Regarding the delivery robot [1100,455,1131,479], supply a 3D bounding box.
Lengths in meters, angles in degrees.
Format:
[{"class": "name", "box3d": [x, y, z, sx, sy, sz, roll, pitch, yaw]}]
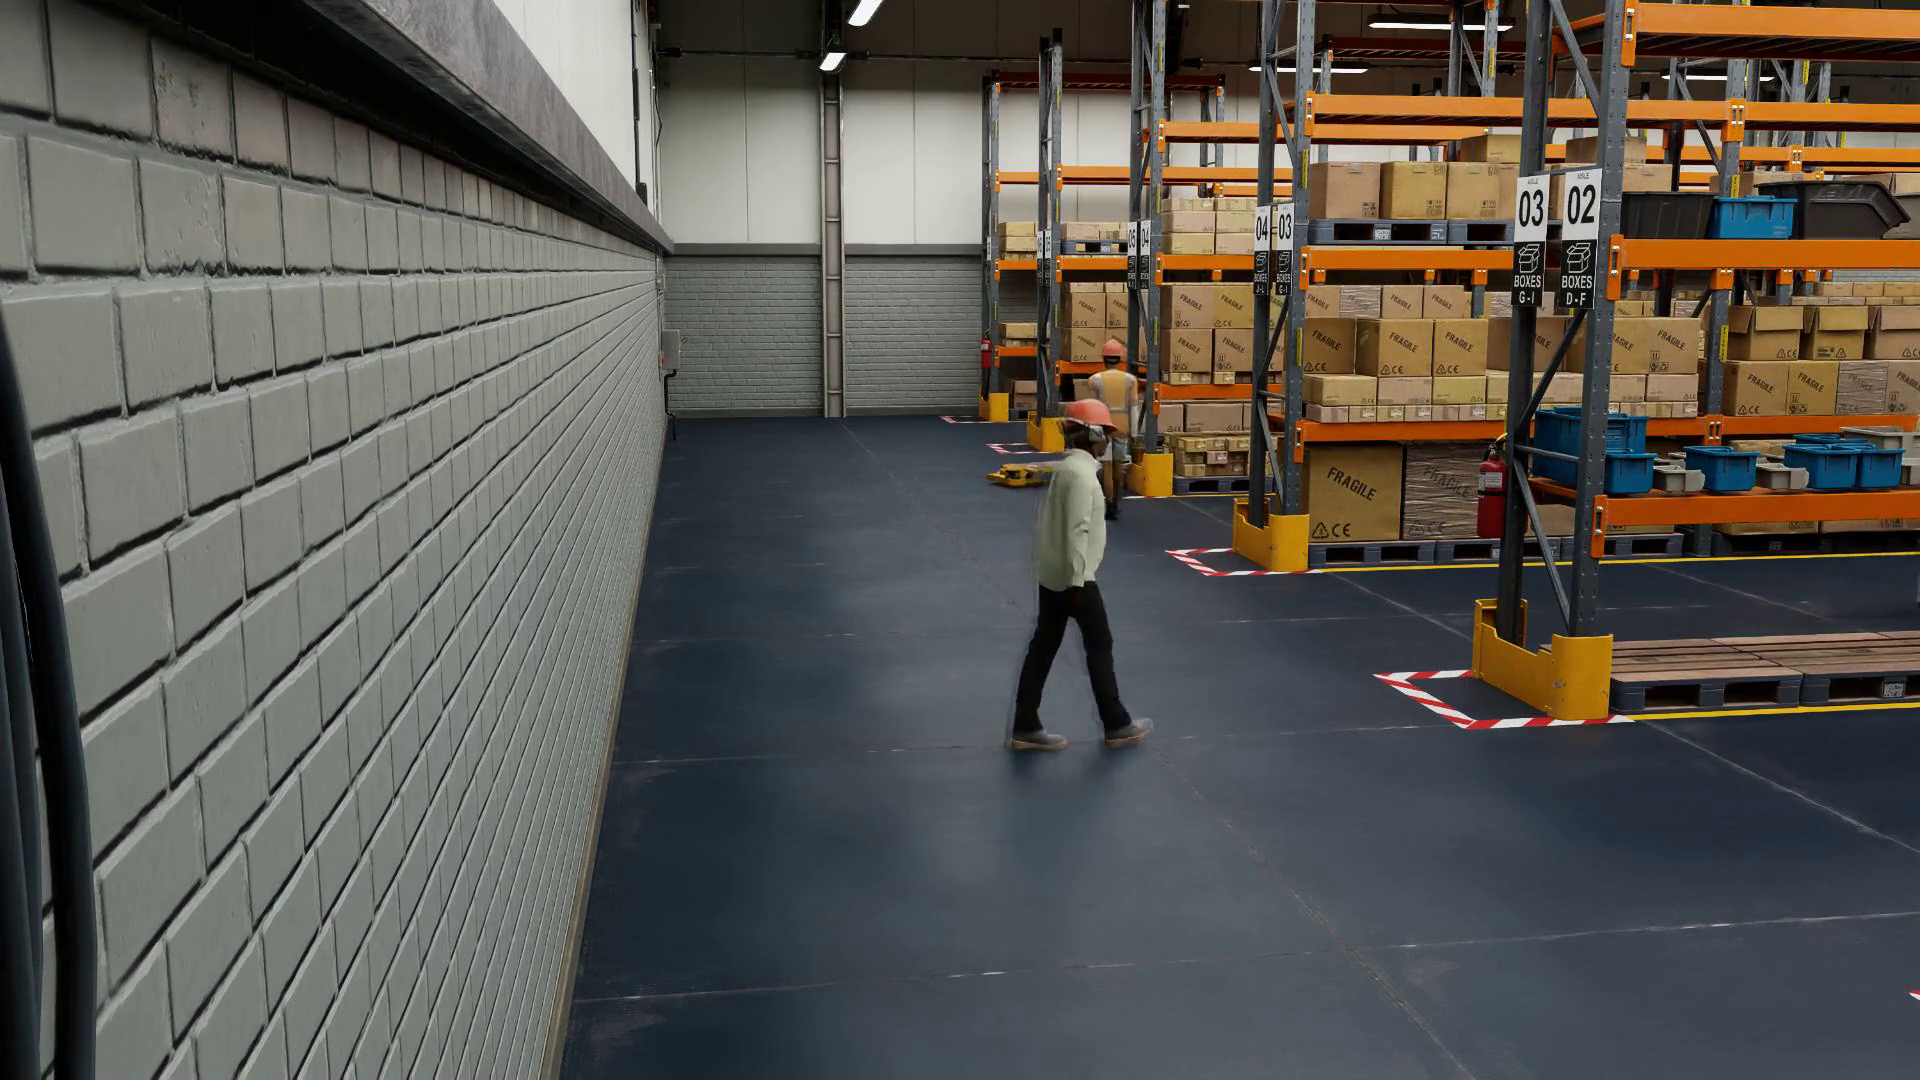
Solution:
[{"class": "delivery robot", "box3d": [1.738, -0.944, 20.254, 0.707, 0.478, 0.477, 8, 13, 42]}]

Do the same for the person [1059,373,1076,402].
[{"class": "person", "box3d": [1.588, -2.483, 25.895, 0.573, 1.894, 0.603, -2, 9, -10]}]

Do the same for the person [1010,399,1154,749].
[{"class": "person", "box3d": [0.684, 0.198, 9.225, 0.901, 1.939, 0.641, -2, 9, -14]}]

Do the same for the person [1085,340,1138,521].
[{"class": "person", "box3d": [1.607, -1.195, 17.948, 0.560, 1.895, 0.951, -1, 9, -7]}]

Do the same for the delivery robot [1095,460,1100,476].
[{"class": "delivery robot", "box3d": [1.428, -0.860, 19.733, 0.477, 0.478, 0.707, 3, 10, 17]}]

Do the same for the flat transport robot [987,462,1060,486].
[{"class": "flat transport robot", "box3d": [1.114, -0.847, 20.815, 1.431, 0.197, 0.652, -4, 10, -25]}]
